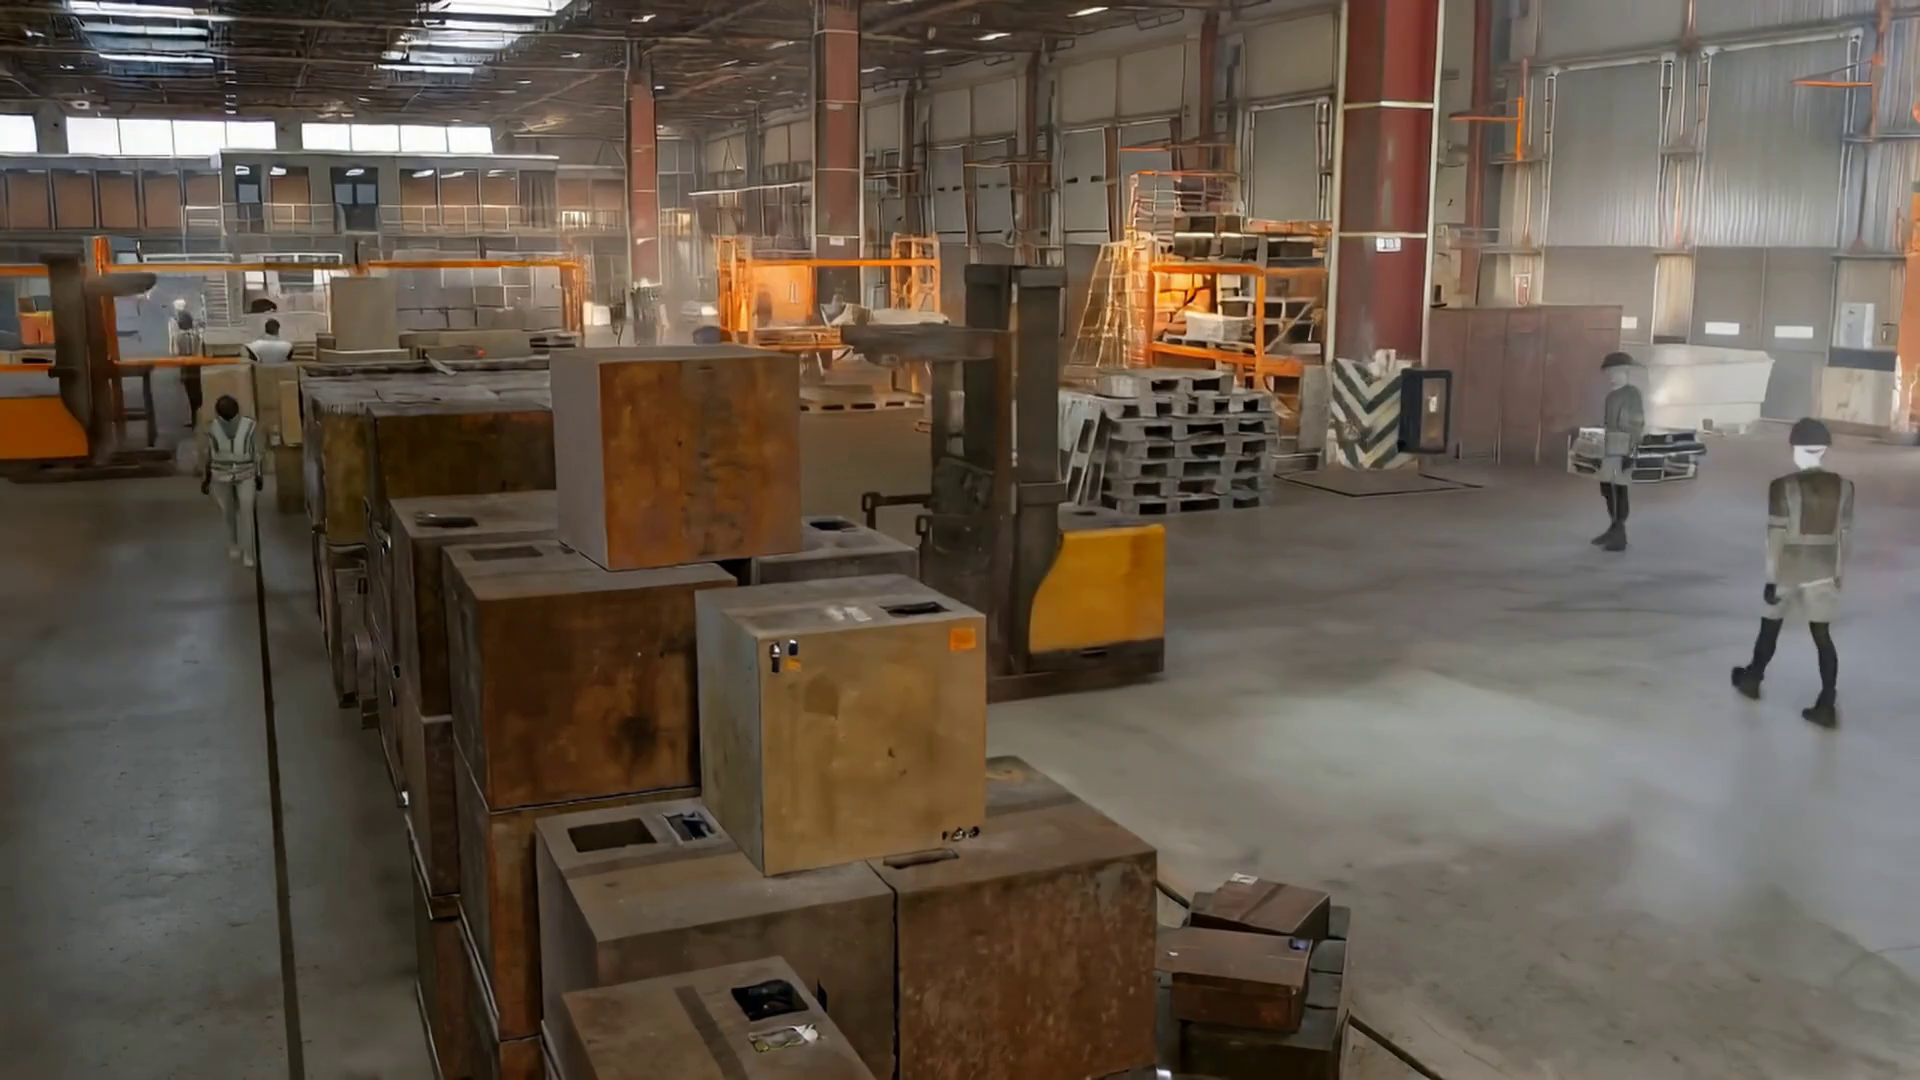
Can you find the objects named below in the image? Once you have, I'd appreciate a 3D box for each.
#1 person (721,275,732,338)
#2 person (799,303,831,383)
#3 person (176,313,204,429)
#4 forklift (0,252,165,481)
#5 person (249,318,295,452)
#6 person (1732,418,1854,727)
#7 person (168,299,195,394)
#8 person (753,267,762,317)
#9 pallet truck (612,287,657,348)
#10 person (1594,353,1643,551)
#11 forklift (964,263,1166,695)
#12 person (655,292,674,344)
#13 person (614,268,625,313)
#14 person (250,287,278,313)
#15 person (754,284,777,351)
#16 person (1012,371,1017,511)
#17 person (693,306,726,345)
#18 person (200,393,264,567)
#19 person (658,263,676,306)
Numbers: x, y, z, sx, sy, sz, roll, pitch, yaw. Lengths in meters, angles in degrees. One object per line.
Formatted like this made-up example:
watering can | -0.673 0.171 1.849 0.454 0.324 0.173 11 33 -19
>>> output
person | -6.758 -6.758 48.539 0.465 1.929 0.640 4 11 21
person | -3.039 -4.054 34.368 0.825 1.655 0.554 9 14 42
person | -12.183 -2.662 26.276 0.520 1.830 0.515 2 10 11
forklift | -11.176 -2.219 20.915 1.873 2.768 1.129 -4 11 -23
person | -9.441 -2.093 22.921 0.596 1.907 0.412 -2 10 -9
person | 5.302 0.173 10.492 0.572 1.880 1.003 0 10 -3
person | -15.106 -3.774 32.348 0.521 1.851 0.786 -1 10 -7
person | -7.779 -9.556 64.011 0.383 1.917 0.584 0 10 2
pallet truck | -6.464 -4.406 35.401 0.823 1.965 1.885 6 12 32
person | 6.399 -0.844 16.086 0.416 1.892 0.627 -1 10 -8
forklift | 0.365 -0.447 11.149 1.873 2.768 1.129 -4 11 -23
person | -7.293 -5.219 40.712 0.891 1.698 0.493 -3 11 -17
person | -13.576 -10.012 66.836 0.934 1.799 0.636 6 12 31
person | -15.452 -4.674 37.065 0.654 1.926 0.440 2 10 10
person | -5.230 -5.901 44.222 0.986 1.794 0.639 9 14 41
person | 0.615 -0.583 14.665 0.348 1.882 0.585 -5 11 -25
person | -4.156 -2.882 27.300 0.605 1.887 0.896 -6 12 -32
person | -6.696 -0.560 15.307 0.536 1.590 0.862 -4 11 -22
person | -13.105 -11.320 73.702 1.036 1.944 0.640 0 10 2
